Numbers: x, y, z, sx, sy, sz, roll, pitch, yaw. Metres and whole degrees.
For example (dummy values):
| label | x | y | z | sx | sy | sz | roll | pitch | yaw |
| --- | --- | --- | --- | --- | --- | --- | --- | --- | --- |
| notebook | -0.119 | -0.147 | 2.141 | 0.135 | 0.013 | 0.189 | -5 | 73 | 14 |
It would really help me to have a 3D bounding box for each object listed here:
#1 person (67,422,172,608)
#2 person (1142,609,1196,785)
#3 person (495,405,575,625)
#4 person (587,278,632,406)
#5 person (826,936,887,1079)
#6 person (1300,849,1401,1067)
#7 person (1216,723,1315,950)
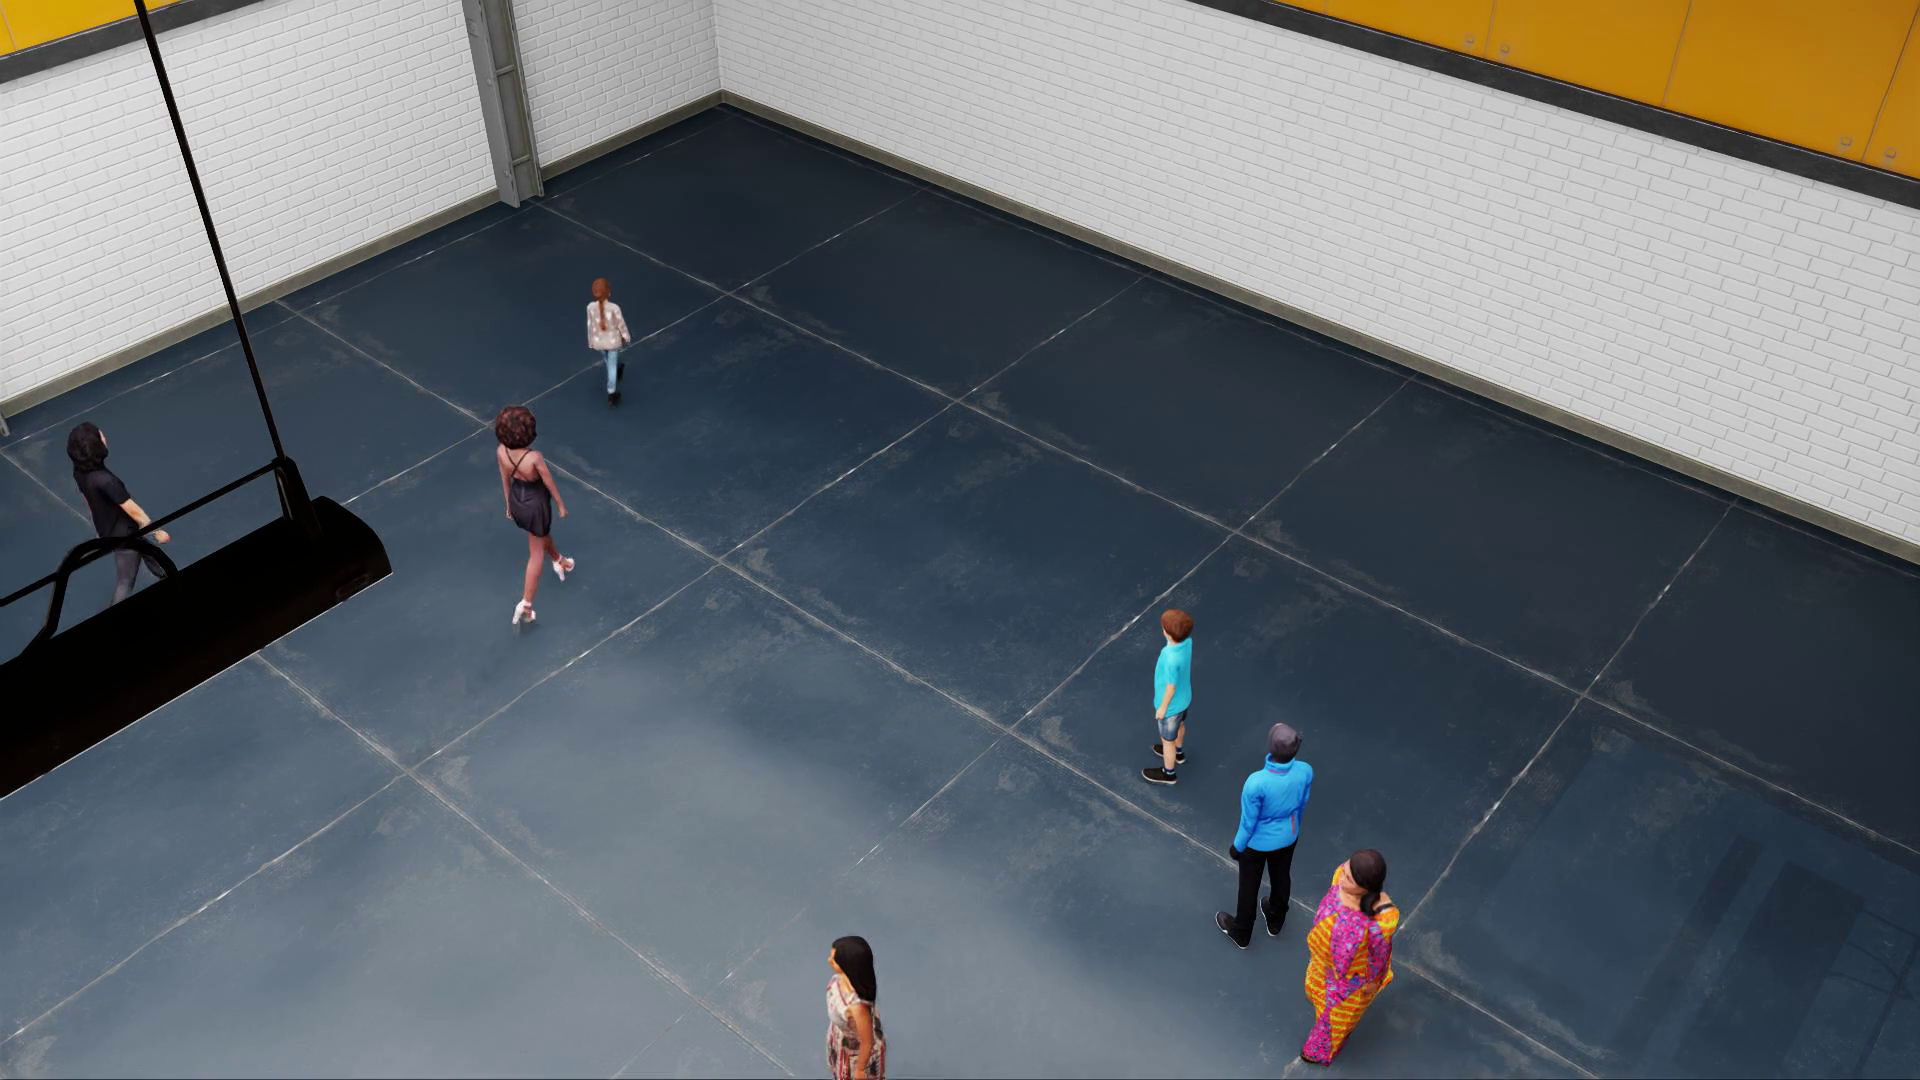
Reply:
| label | x | y | z | sx | sy | sz | roll | pitch | yaw |
| --- | --- | --- | --- | --- | --- | --- | --- | --- | --- |
| person | -6.212 | -0.006 | 12.172 | 0.623 | 1.792 | 1.120 | 27 | 46 | 30 |
| person | 1.434 | 1.031 | 11.148 | 0.632 | 1.448 | 0.493 | 15 | 41 | 18 |
| person | -3.230 | -0.151 | 12.388 | 0.805 | 1.749 | 1.154 | 14 | 41 | 17 |
| person | -3.163 | -1.754 | 14.865 | 0.766 | 1.164 | 0.903 | 5 | 39 | 7 |
| person | -0.532 | 2.675 | 8.932 | 0.755 | 1.646 | 0.729 | -8 | 39 | -9 |
| person | 2.254 | 2.302 | 9.392 | 1.016 | 1.656 | 0.829 | -20 | 43 | -23 |
| person | 1.852 | 1.778 | 9.937 | 0.631 | 1.794 | 0.748 | -15 | 41 | -18 |
